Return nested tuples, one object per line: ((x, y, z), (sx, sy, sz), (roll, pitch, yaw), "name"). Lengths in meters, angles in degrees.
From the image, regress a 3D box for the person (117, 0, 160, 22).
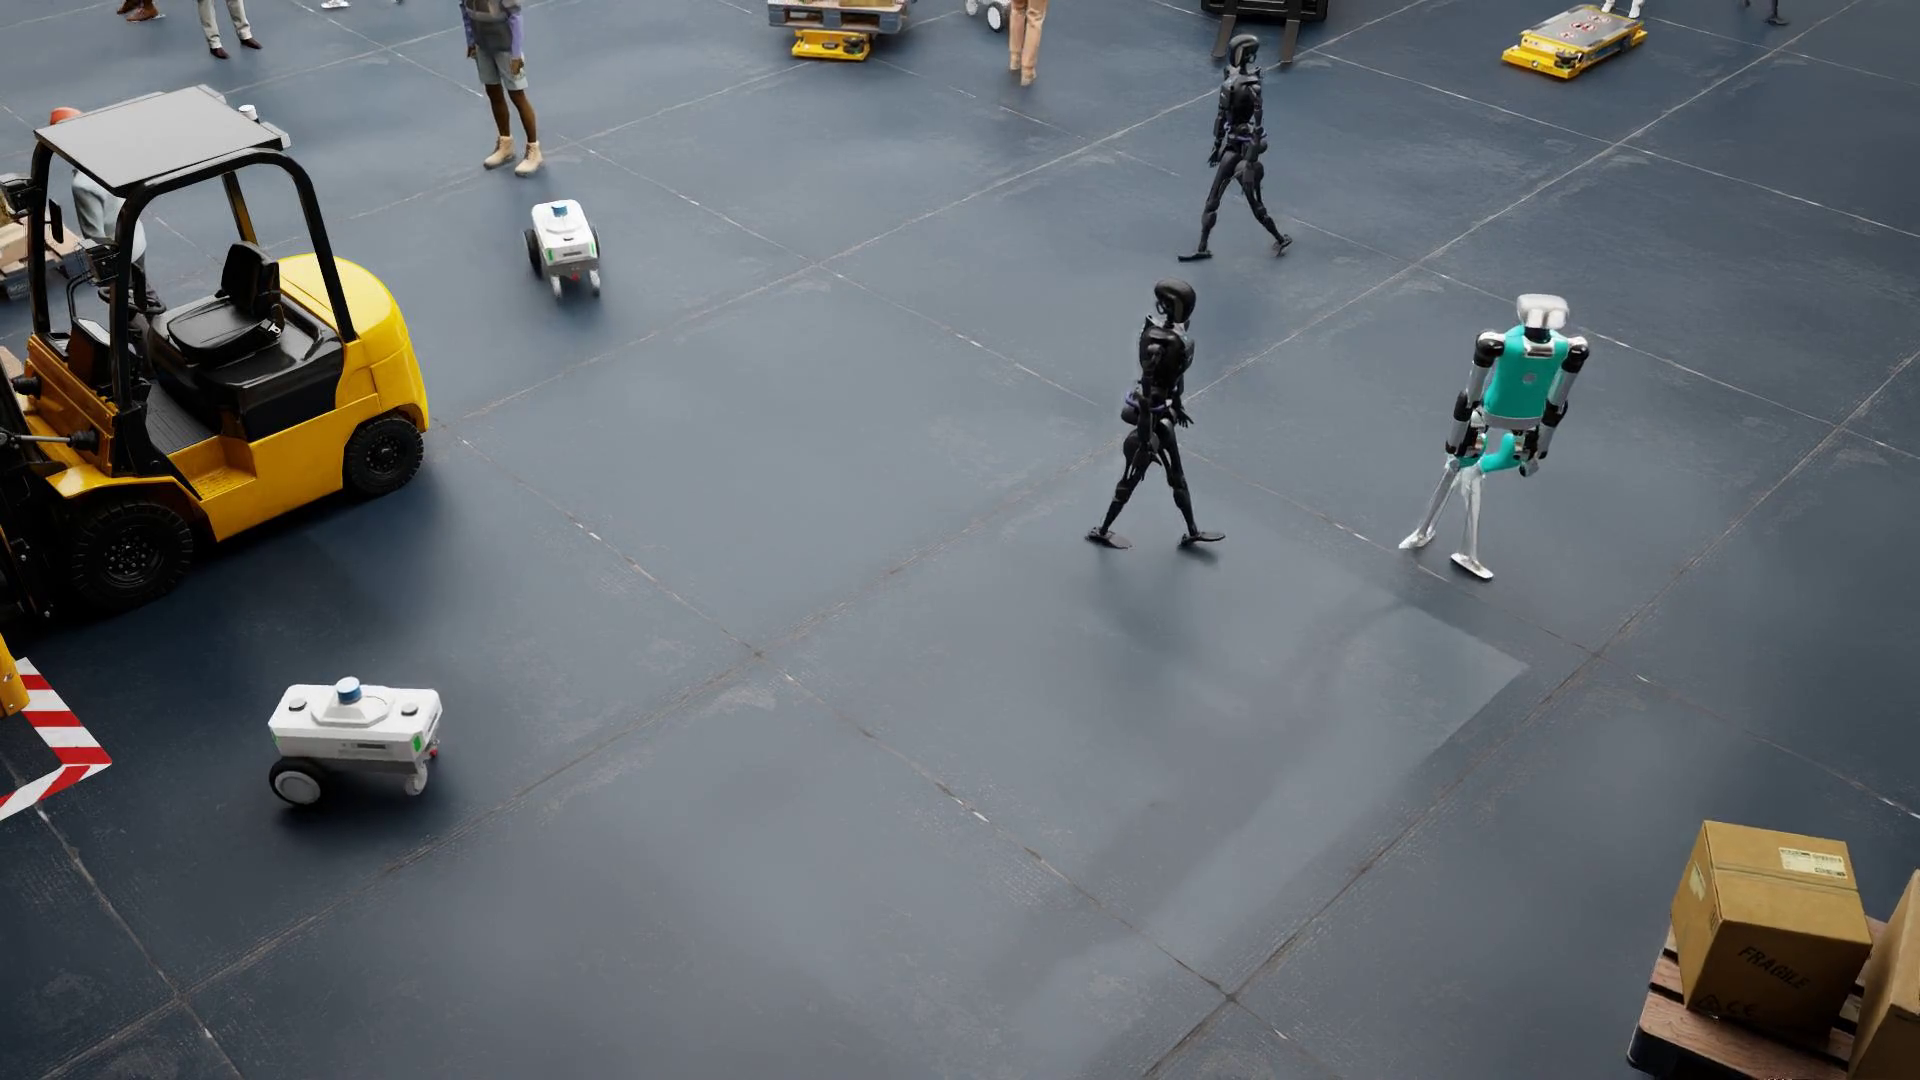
((-7.845, -5.685, 15.298), (0.525, 1.832, 0.526), (-17, 40, -22), "person")

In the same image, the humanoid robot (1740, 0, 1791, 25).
((7.660, -5.653, 15.439), (0.585, 1.639, 0.745), (-11, 38, -15), "humanoid robot")

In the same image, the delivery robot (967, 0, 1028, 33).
((0.404, -5.117, 15.624), (0.499, 0.614, 0.791), (-22, 42, -27), "delivery robot")

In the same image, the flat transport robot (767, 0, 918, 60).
((-1.057, -4.790, 15.409), (0.659, 0.231, 1.431), (6, 37, 8), "flat transport robot")

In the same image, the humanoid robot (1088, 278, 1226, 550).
((1.062, -0.613, 8.667), (0.753, 1.623, 0.608), (16, 40, 20), "humanoid robot")

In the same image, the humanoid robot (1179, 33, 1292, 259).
((1.978, -2.674, 11.457), (0.817, 1.640, 0.601), (-12, 38, -16), "humanoid robot")

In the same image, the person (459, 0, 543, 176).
((-3.525, -3.756, 12.555), (0.613, 2.034, 0.407), (21, 42, 25), "person")

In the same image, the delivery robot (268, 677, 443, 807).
((-2.741, 0.870, 7.586), (0.740, 0.587, 0.524), (2, 37, 3), "delivery robot")

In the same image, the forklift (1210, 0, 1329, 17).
((3.106, -6.400, 15.960), (1.214, 2.155, 2.313), (8, 37, 10), "forklift")

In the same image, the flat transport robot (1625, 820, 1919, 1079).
((3.248, 1.958, 6.375), (0.659, 0.231, 1.431), (20, 41, 24), "flat transport robot")

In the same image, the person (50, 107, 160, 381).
((-5.187, -1.806, 10.187), (0.350, 1.737, 0.572), (-2, 37, -3), "person")

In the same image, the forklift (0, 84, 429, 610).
((-4.145, -1.093, 8.856), (2.313, 2.155, 1.214), (-31, 47, -34), "forklift")

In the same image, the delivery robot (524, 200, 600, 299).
((-2.740, -2.067, 11.524), (0.499, 0.594, 0.769), (-12, 39, -16), "delivery robot")

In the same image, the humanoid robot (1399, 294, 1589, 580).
((2.711, -0.595, 8.563), (0.585, 1.774, 0.876), (2, 37, 2), "humanoid robot")

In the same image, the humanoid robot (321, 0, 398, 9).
((-5.714, -5.828, 15.645), (0.844, 1.849, 0.530), (-9, 38, -11), "humanoid robot")

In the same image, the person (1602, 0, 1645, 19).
((6.355, -5.716, 15.506), (0.513, 1.634, 0.312), (23, 42, 28), "person")

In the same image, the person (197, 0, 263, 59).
((-6.608, -5.167, 14.660), (0.388, 1.776, 0.539), (27, 45, 32), "person")

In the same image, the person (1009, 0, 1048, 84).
((0.627, -4.833, 14.213), (0.550, 1.762, 0.638), (7, 37, 9), "person")

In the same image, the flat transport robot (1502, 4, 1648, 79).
((5.580, -4.517, 15.044), (1.431, 0.231, 0.659), (-30, 46, -34), "flat transport robot")
